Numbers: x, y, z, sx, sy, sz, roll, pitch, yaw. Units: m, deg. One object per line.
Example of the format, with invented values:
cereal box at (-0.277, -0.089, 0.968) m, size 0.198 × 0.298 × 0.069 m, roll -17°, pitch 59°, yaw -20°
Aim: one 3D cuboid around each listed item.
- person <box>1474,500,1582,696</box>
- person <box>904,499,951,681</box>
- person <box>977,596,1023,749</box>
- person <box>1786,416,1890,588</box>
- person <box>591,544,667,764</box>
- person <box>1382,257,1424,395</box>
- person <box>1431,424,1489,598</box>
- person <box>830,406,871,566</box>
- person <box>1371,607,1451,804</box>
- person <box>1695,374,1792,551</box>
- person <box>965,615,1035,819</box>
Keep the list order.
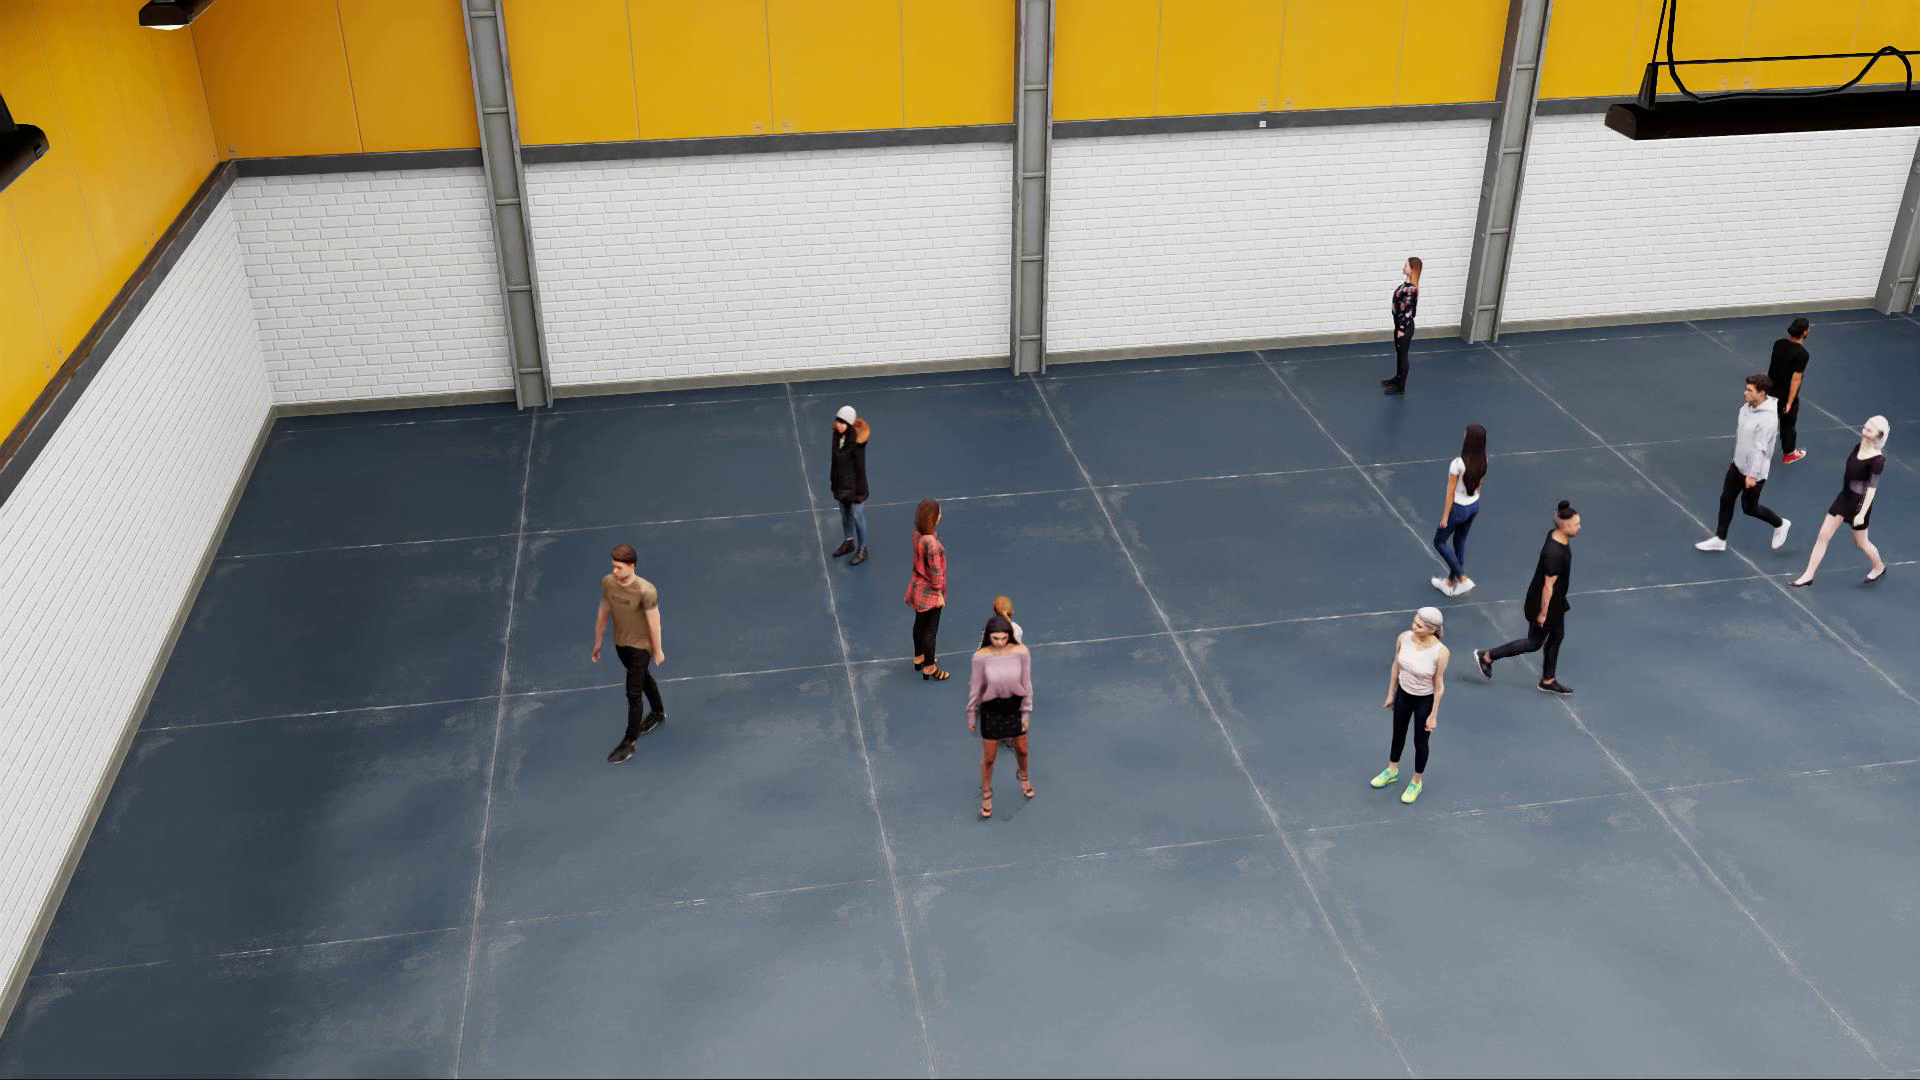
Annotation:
person at (4.870, 0.482, 14.048) m, size 1.200 × 1.842 × 1.053 m, roll 12°, pitch 31°, yaw 21°
person at (-0.279, 0.417, 14.313) m, size 0.623 × 1.702 × 0.657 m, roll -11°, pitch 31°, yaw -20°
person at (0.351, 1.090, 13.531) m, size 0.908 × 1.269 × 0.709 m, roll -10°, pitch 30°, yaw -18°
person at (8.452, -0.303, 15.544) m, size 1.181 × 1.788 × 0.632 m, roll -4°, pitch 29°, yaw -7°
person at (-2.573, 0.814, 13.466) m, size 1.098 × 1.817 × 1.142 m, roll 18°, pitch 34°, yaw 30°
person at (5.295, -2.567, 19.803) m, size 0.598 × 1.683 × 0.624 m, roll 4°, pitch 29°, yaw 6°
person at (4.707, -0.224, 15.418) m, size 0.785 × 1.769 × 0.812 m, roll -16°, pitch 33°, yaw -27°
person at (-1.067, -0.553, 16.164) m, size 0.730 × 1.633 × 0.769 m, roll 25°, pitch 37°, yaw 37°
person at (3.522, 1.229, 12.822) m, size 0.699 × 1.704 × 0.686 m, roll -22°, pitch 36°, yaw -35°
person at (7.777, -0.708, 16.178) m, size 1.082 × 1.891 × 0.694 m, roll -4°, pitch 29°, yaw -7°
person at (0.307, 1.316, 12.565) m, size 0.605 × 1.798 × 0.789 m, roll -3°, pitch 29°, yaw -5°
